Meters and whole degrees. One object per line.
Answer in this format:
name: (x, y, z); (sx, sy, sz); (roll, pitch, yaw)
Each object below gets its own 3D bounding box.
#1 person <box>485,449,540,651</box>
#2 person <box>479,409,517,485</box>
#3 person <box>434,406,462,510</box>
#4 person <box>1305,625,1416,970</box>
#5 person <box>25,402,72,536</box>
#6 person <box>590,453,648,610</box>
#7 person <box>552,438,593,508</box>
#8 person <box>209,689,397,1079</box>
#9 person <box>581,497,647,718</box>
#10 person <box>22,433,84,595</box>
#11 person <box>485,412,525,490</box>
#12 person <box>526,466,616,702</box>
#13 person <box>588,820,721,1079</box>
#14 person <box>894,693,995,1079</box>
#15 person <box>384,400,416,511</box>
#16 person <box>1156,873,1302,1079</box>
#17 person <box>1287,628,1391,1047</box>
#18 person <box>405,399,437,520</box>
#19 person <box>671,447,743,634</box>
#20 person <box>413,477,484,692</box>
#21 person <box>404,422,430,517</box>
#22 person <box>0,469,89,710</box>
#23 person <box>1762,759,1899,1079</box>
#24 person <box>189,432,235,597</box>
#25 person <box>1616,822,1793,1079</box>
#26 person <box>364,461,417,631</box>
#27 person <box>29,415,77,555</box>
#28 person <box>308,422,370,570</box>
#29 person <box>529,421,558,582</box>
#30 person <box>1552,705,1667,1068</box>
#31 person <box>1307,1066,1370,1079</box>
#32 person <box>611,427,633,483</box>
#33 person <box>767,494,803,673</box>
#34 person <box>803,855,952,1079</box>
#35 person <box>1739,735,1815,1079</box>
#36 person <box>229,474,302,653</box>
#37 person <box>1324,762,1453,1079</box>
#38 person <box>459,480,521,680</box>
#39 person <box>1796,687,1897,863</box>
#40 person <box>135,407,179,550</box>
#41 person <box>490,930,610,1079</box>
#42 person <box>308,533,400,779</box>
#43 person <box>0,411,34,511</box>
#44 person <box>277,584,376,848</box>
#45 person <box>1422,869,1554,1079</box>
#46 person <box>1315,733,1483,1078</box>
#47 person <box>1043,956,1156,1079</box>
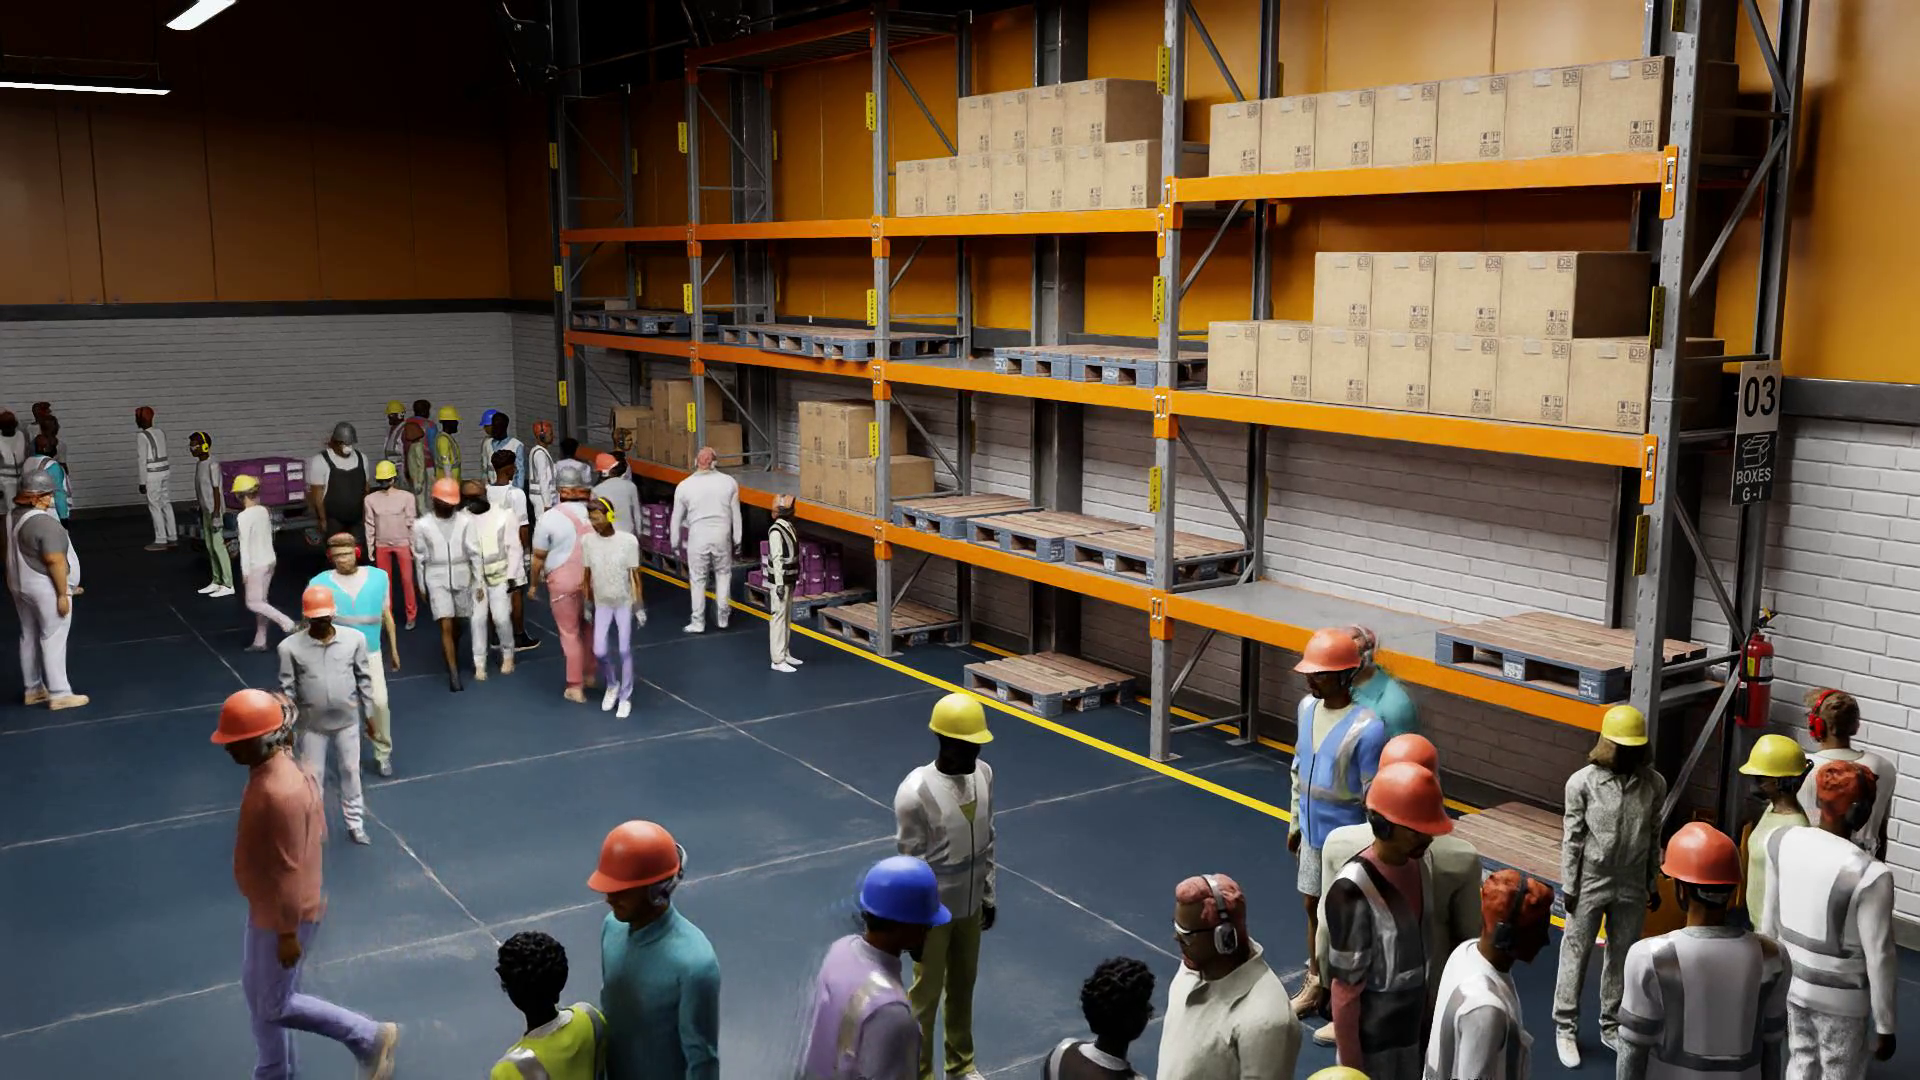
person: (-4.384, 0.095, 16.078); (0.603, 1.966, 0.368); (4, 11, 24)
person: (-5.682, -0.644, 20.488); (0.608, 1.940, 0.403); (7, 12, 35)
person: (-6.458, -0.737, 21.074); (0.363, 1.927, 0.587); (-3, 10, -17)
person: (2.245, 1.345, 9.060); (0.931, 1.867, 0.640); (-6, 11, -30)
person: (-12.425, -0.949, 22.560); (0.565, 1.846, 0.390); (7, 12, 34)
person: (-3.657, -0.064, 17.691); (0.606, 1.731, 0.452); (-9, 13, -43)
person: (-4.665, -0.397, 19.890); (0.538, 1.634, 0.847); (-1, 10, -6)
person: (-2.938, 1.585, 7.300); (0.665, 1.965, 0.633); (-6, 11, -31)
person: (-2.837, 0.557, 13.708); (0.562, 1.846, 0.405); (0, 10, 1)
person: (-10.210, -0.286, 18.696); (0.625, 1.841, 0.429); (6, 11, 31)
person: (-5.558, -0.604, 20.316); (0.587, 1.920, 0.391); (5, 11, 27)
person: (-3.382, 0.341, 14.419); (0.709, 2.000, 0.790); (-8, 13, -39)
person: (-1.018, 1.882, 5.538); (0.405, 1.986, 0.619); (-9, 13, -42)
person: (-0.032, 1.604, 7.365); (0.395, 1.918, 0.589); (9, 13, 41)
person: (-7.799, -1.041, 23.170); (0.403, 1.824, 0.594); (-8, 12, -39)
person: (0.807, 1.973, 5.281); (0.400, 1.893, 0.657); (-3, 10, -16)
person: (1.781, 1.425, 8.046); (0.392, 2.041, 0.615); (-5, 11, -26)
person: (-7.487, -1.039, 23.153); (0.625, 1.836, 0.431); (6, 11, 30)
person: (-2.559, 0.007, 16.826); (0.700, 1.896, 0.427); (-3, 10, -16)
person: (-4.563, 0.351, 14.809); (0.550, 1.896, 0.858); (-5, 11, -25)
person: (-7.189, -0.754, 22.039); (0.283, 1.631, 0.503); (-4, 11, -24)
person: (-7.722, 0.401, 14.065); (0.688, 2.000, 0.536); (5, 11, 28)
person: (3.375, 1.774, 6.493); (0.490, 1.883, 0.586); (-3, 10, -18)
person: (-8.424, -0.290, 18.673); (0.506, 1.861, 0.329); (9, 13, 44)
person: (2.467, 1.898, 5.618); (0.543, 1.929, 0.384); (0, 10, 2)
person: (-5.772, 0.062, 16.888); (0.518, 1.756, 0.351); (-1, 10, -5)
person: (-11.370, -0.650, 20.843); (0.518, 1.836, 0.361); (1, 10, 8)
person: (-6.822, -0.338, 18.399); (0.696, 2.000, 0.547); (-9, 13, -44)
person: (-4.879, -0.454, 19.551); (0.356, 1.883, 0.572); (-4, 10, -20)
person: (3.061, 1.617, 7.797); (0.488, 1.743, 0.321); (-1, 10, -5)
person: (0.953, 2.203, 4.380); (0.321, 1.737, 0.485); (1, 10, 3)
person: (-3.947, -0.390, 19.312); (0.344, 1.839, 0.509); (-4, 10, -23)
person: (-1.623, 0.390, 15.314); (0.306, 1.637, 0.522); (1, 10, 6)
person: (-0.393, 1.947, 5.371); (0.721, 1.912, 0.644); (-4, 10, -22)
person: (3.522, 1.705, 7.239); (0.340, 1.760, 0.525); (4, 10, 20)
person: (-6.641, 0.241, 15.880); (0.613, 1.742, 0.532); (1, 10, 5)
person: (1.562, 1.776, 6.045); (0.410, 2.028, 0.617); (9, 13, 42)
person: (-4.287, 0.351, 15.056); (0.652, 1.811, 0.450); (-1, 10, -5)
person: (3.987, 1.596, 7.652); (0.563, 1.838, 0.388); (-1, 10, -6)
person: (-10.497, -0.802, 21.643); (0.368, 1.873, 0.593); (0, 10, 1)
person: (-1.305, 2.063, 5.318); (0.321, 1.696, 0.530); (4, 10, 20)
person: (-4.382, 0.847, 12.104); (0.614, 1.813, 0.531); (-5, 11, -28)
person: (-12.026, -0.721, 21.244); (0.635, 1.837, 0.906); (-6, 12, -33)
person: (-4.040, 1.133, 10.647); (0.586, 1.743, 0.360); (-6, 11, -30)
person: (1.680, 1.962, 5.417); (0.386, 1.874, 0.588); (3, 10, 16)
person: (1.692, 1.722, 6.442); (0.626, 1.992, 0.387); (3, 10, 17)
person: (0.453, 2.102, 5.108); (0.322, 1.690, 0.534); (-6, 12, -33)
